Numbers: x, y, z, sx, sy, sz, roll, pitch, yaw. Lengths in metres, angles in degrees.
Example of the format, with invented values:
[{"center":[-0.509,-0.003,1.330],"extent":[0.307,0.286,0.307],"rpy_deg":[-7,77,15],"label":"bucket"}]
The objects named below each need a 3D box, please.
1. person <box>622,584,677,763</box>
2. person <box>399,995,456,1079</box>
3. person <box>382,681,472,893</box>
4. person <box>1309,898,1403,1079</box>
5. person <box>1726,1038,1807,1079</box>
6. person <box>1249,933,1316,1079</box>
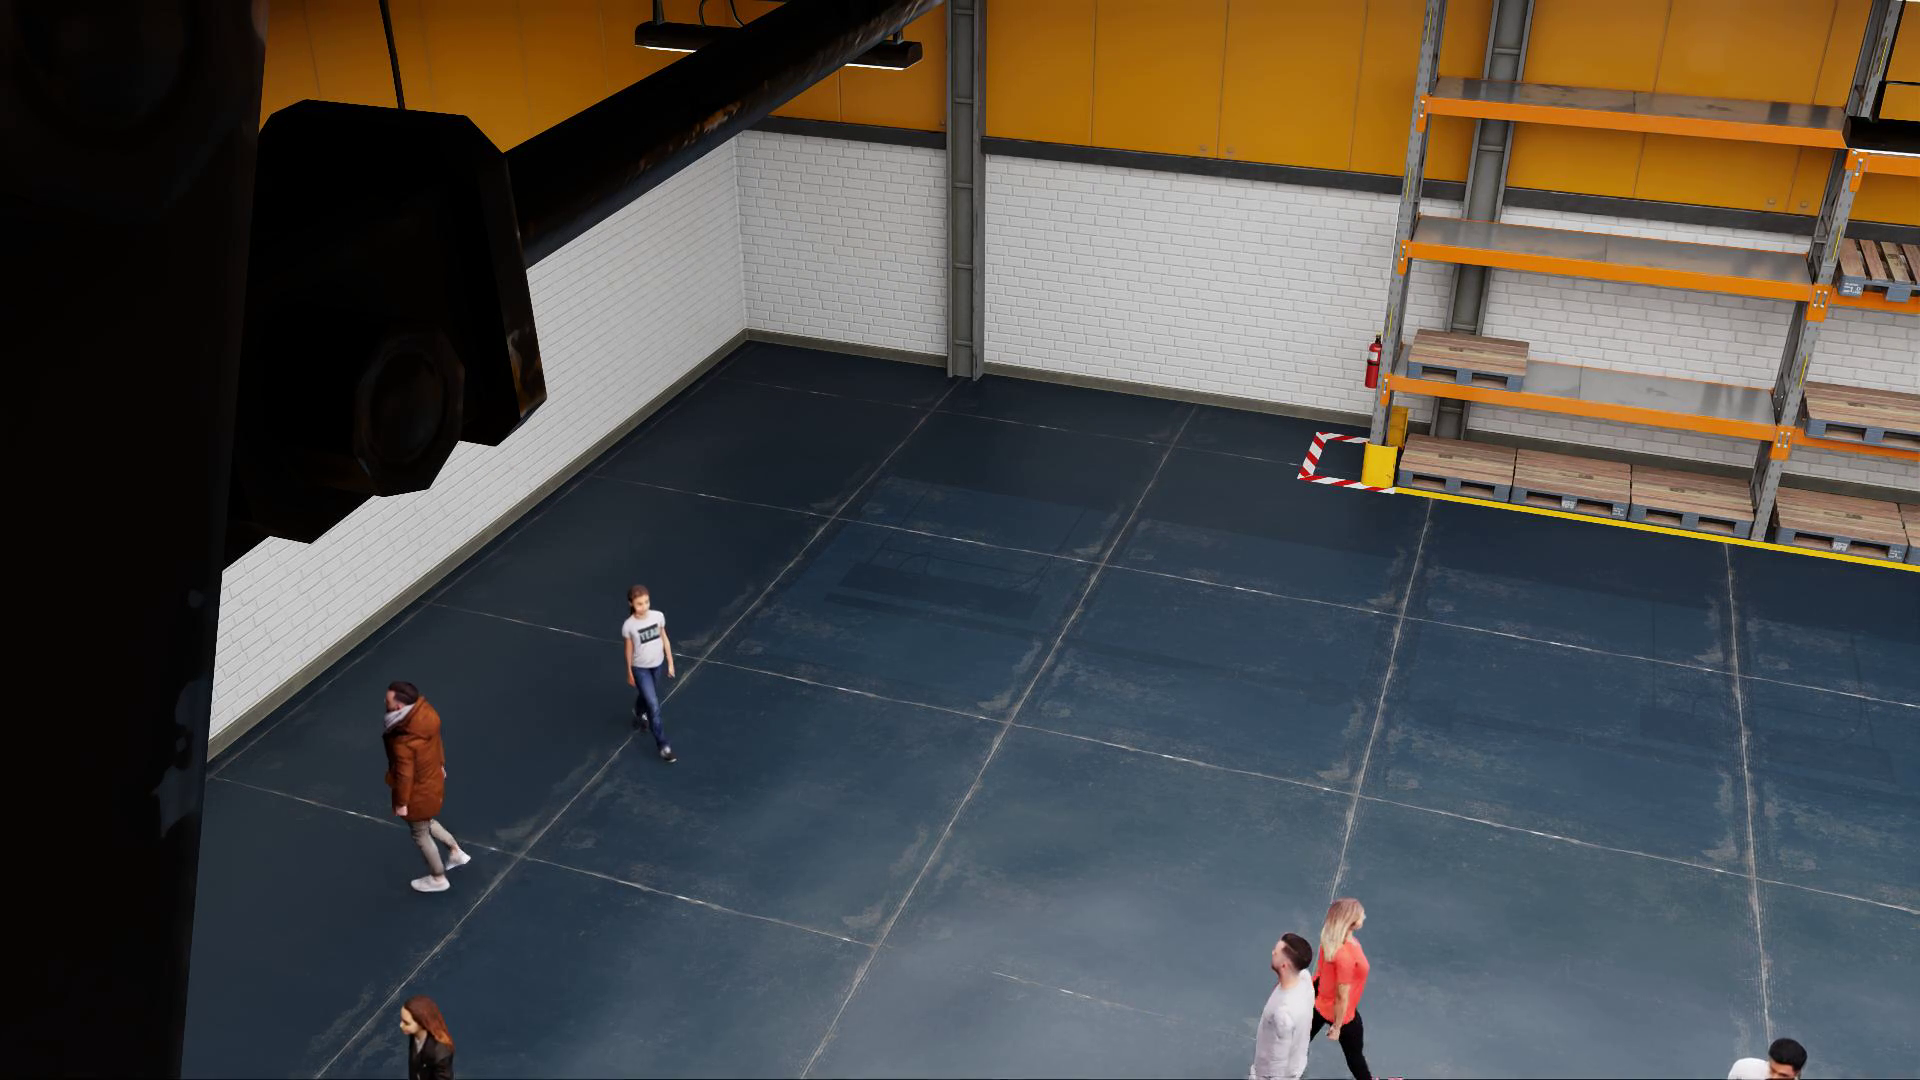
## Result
[{"center":[-2.645,1.032,13.945],"extent":[0.911,1.524,1.099],"rpy_deg":[-20,34,-32],"label":"person"},{"center":[-3.051,3.269,9.900],"extent":[0.834,1.470,0.802],"rpy_deg":[24,37,37],"label":"person"},{"center":[-3.890,1.822,12.181],"extent":[0.828,1.826,0.812],"rpy_deg":[1,29,1],"label":"person"},{"center":[2.225,2.917,10.364],"extent":[1.210,1.644,0.965],"rpy_deg":[-4,29,-7],"label":"person"},{"center":[4.452,3.433,9.329],"extent":[0.604,1.729,0.757],"rpy_deg":[24,36,36],"label":"person"},{"center":[1.961,3.109,9.831],"extent":[0.706,1.817,0.715],"rpy_deg":[11,31,20],"label":"person"}]
